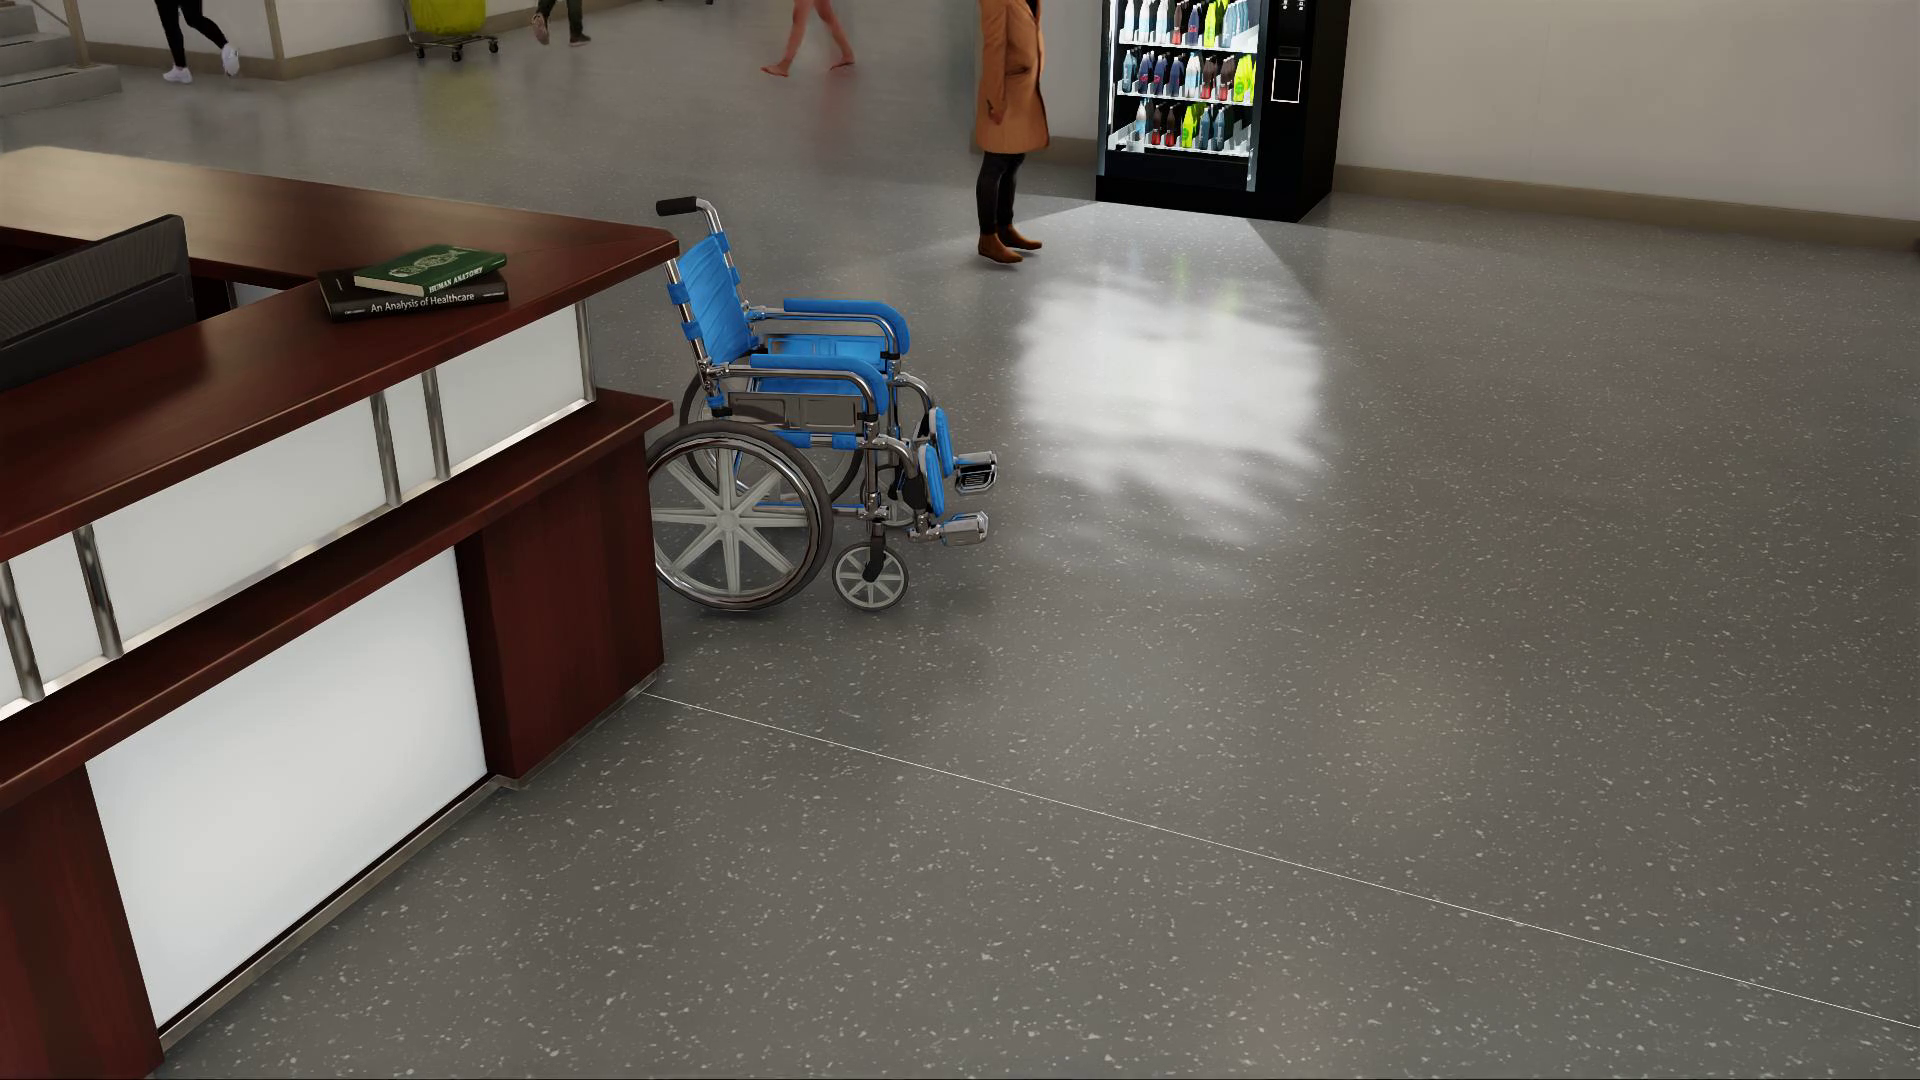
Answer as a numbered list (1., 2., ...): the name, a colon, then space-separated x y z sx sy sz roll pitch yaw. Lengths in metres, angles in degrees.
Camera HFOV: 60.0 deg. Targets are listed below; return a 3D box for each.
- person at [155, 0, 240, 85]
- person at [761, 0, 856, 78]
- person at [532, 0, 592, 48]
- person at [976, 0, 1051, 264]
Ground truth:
1. person: -5.941 -4.291 12.717 1.019 1.618 0.631 10 28 20
2. person: -1.090 -4.486 13.083 1.059 1.651 1.161 -17 30 -31
3. person: -3.481 -5.055 14.275 0.905 1.641 0.673 10 28 20
4. person: 0.245 -2.301 8.418 0.592 1.726 0.636 11 28 22
